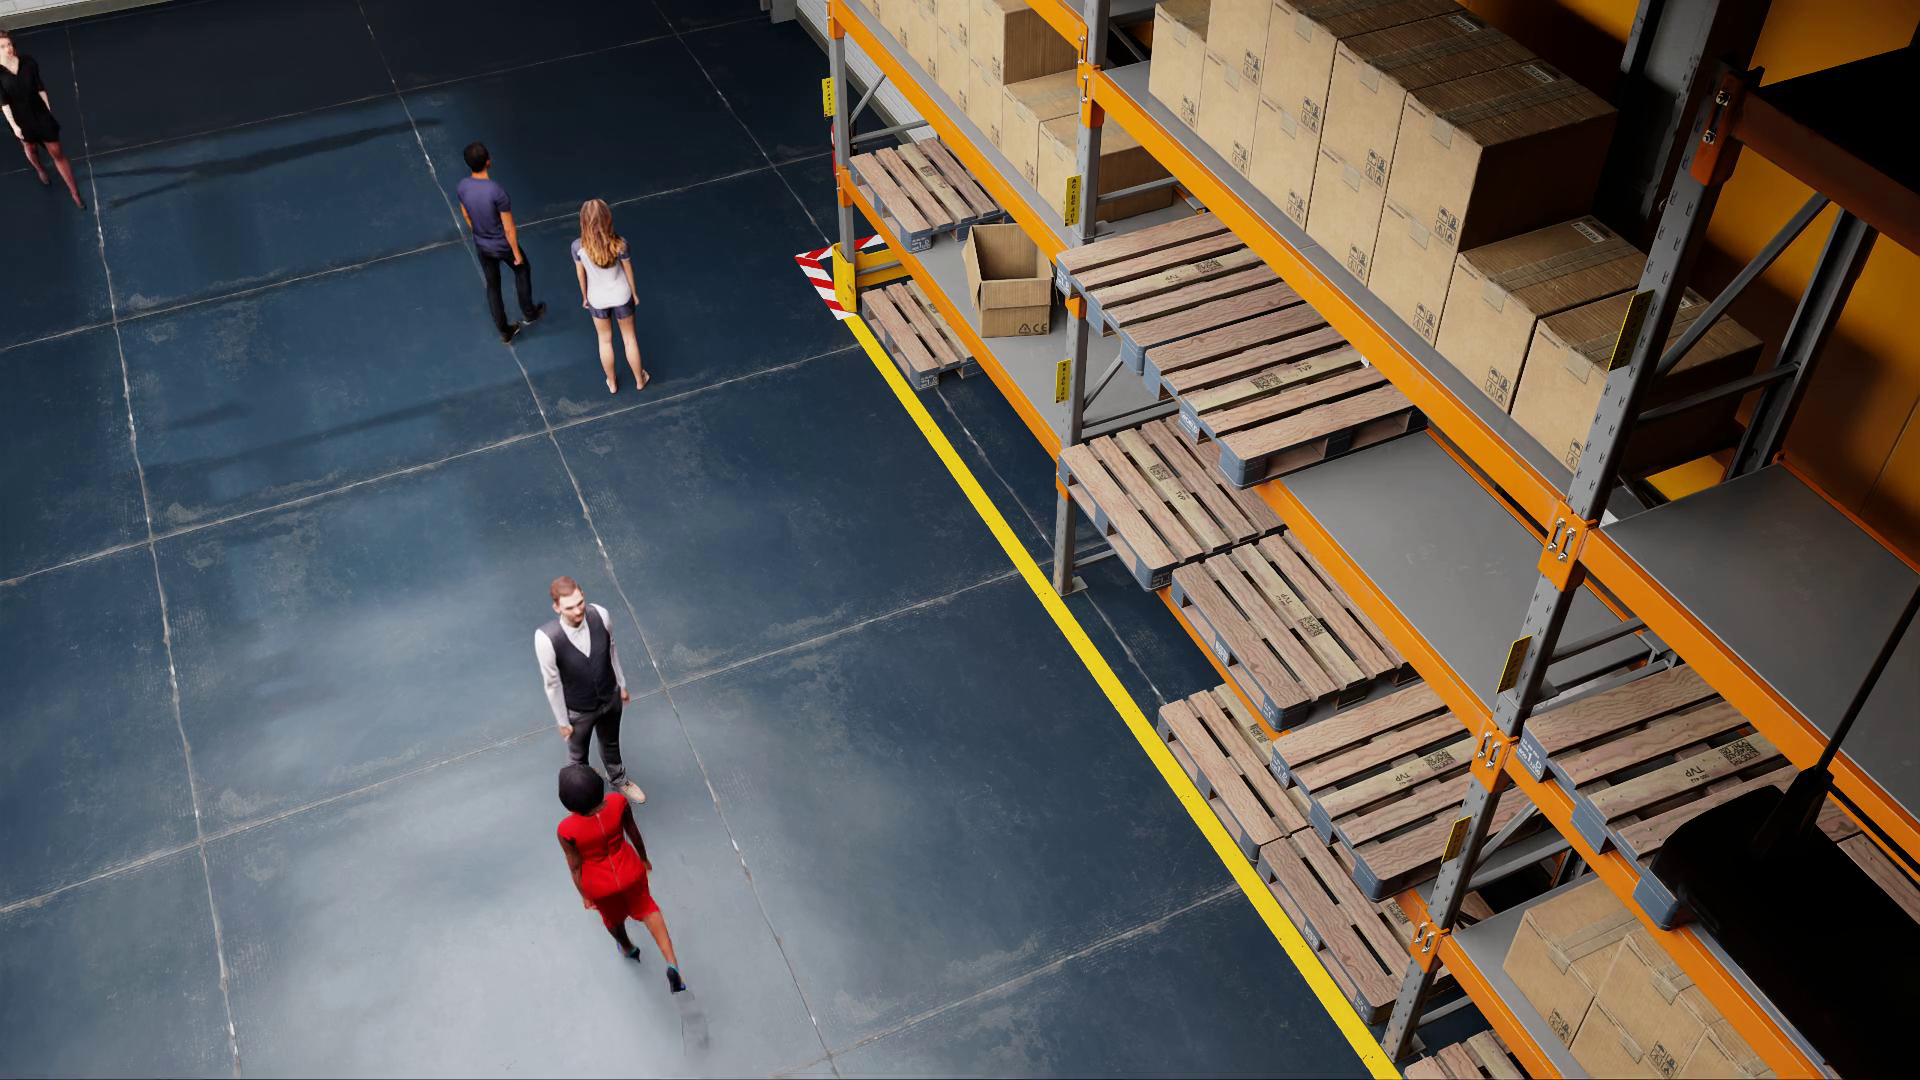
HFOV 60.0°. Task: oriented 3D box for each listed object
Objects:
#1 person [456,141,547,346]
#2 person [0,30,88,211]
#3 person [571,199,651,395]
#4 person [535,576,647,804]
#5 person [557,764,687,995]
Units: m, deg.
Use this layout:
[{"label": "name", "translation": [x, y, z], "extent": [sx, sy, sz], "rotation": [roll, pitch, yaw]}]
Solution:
[{"label": "person", "translation": [-3.810, -2.345, 13.469], "extent": [0.898, 1.775, 0.961], "rotation": [12, 45, 12]}, {"label": "person", "translation": [-8.498, -3.842, 15.128], "extent": [0.797, 1.654, 1.145], "rotation": [-31, 52, -29]}, {"label": "person", "translation": [-2.741, -1.891, 13.023], "extent": [0.661, 1.733, 0.645], "rotation": [-4, 44, -5]}, {"label": "person", "translation": [-2.223, 0.932, 9.912], "extent": [0.723, 1.937, 0.681], "rotation": [-32, 52, -29]}, {"label": "person", "translation": [-1.845, 1.910, 9.043], "extent": [0.725, 1.719, 0.980], "rotation": [-25, 49, -24]}]
